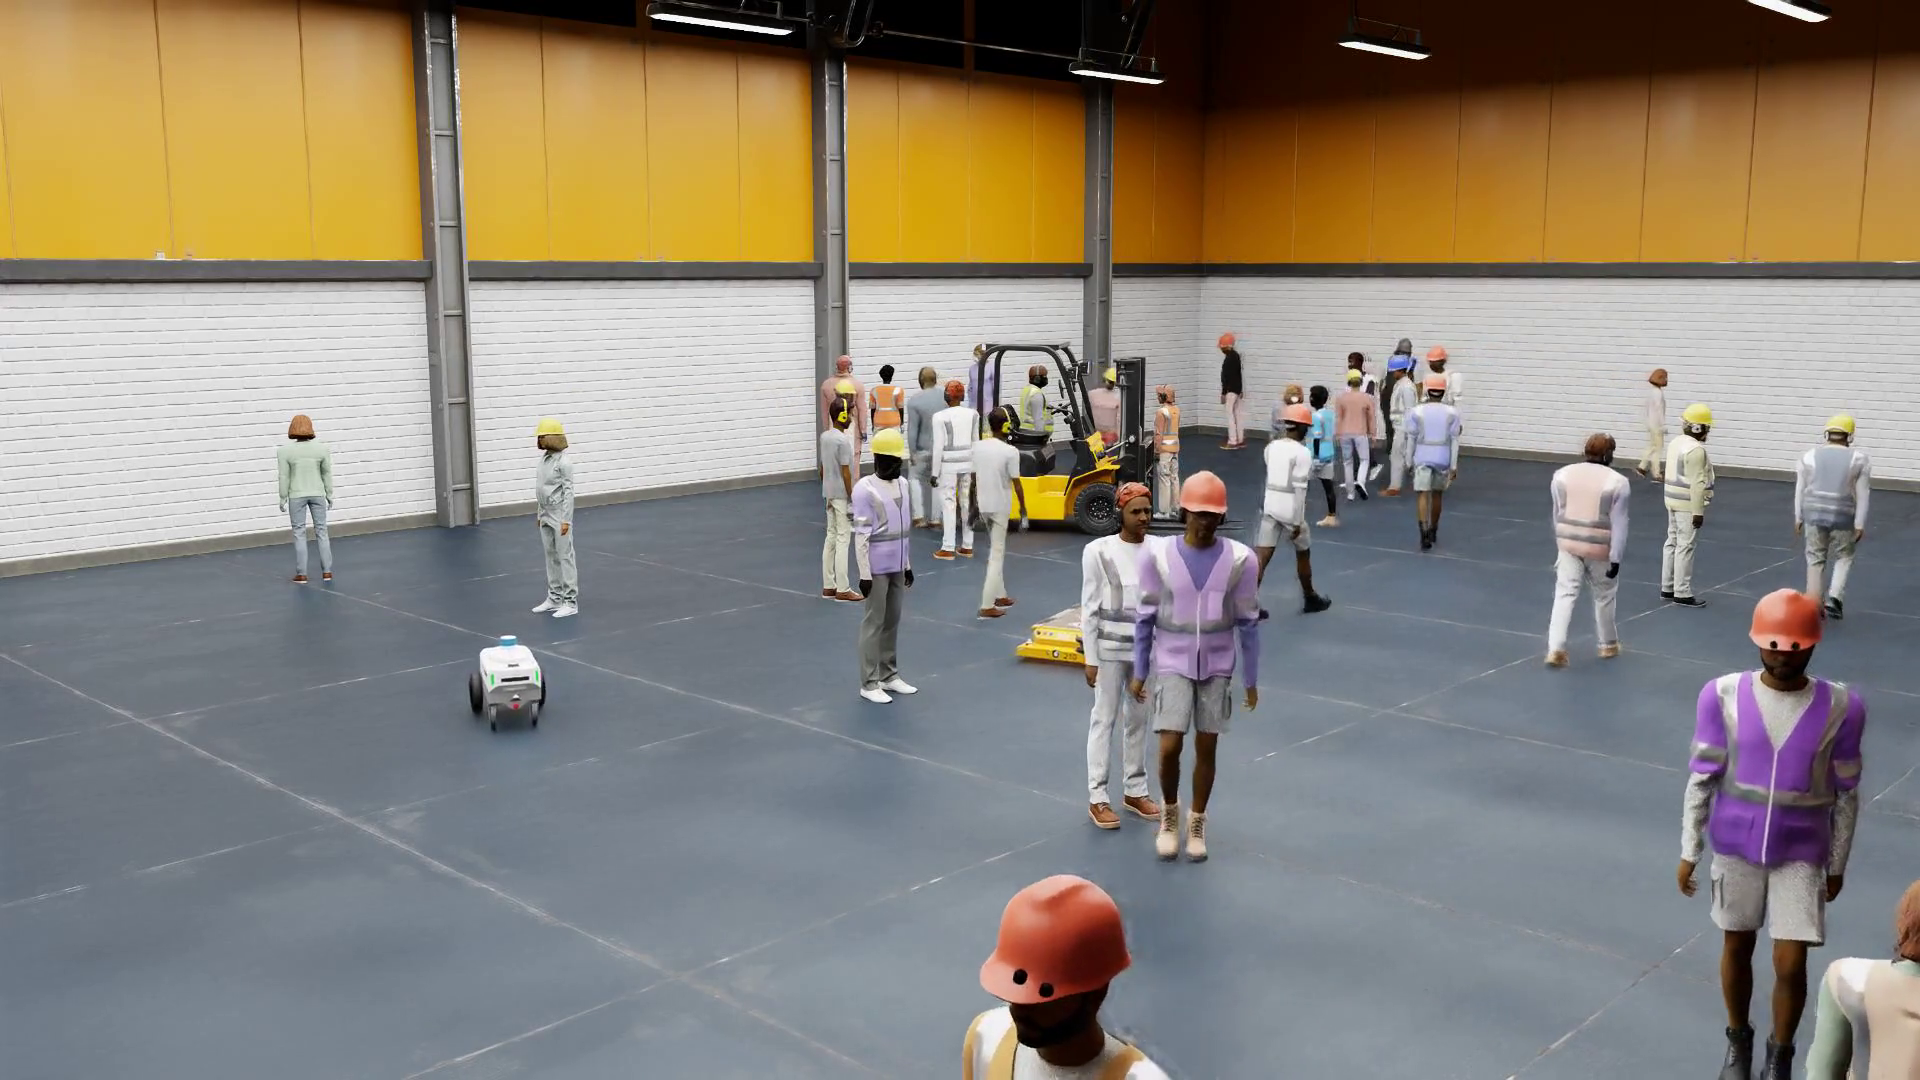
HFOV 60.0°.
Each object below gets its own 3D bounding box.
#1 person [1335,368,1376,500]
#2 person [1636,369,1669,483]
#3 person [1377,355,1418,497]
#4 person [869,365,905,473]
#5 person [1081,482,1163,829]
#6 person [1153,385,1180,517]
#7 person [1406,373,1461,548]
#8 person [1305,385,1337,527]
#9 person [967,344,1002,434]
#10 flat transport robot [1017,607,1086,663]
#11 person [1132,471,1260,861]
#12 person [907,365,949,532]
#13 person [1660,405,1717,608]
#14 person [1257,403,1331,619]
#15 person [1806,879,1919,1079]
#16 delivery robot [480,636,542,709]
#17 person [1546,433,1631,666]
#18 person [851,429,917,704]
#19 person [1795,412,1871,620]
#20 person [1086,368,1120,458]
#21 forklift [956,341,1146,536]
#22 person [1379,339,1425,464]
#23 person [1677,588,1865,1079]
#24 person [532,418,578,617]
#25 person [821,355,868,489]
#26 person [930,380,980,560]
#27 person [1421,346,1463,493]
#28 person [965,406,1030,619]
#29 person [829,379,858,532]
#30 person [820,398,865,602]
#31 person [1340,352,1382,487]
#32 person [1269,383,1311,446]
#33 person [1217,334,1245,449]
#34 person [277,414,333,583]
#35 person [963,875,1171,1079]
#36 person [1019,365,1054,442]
[{"bbox_3d":[5.128,-1.354,21.639,0.531,1.742,0.617,3,10,18],"label":"person"},{"bbox_3d":[9.925,-1.620,23.622,0.392,1.629,0.522,2,10,13],"label":"person"},{"bbox_3d":[5.949,-1.494,22.011,0.710,1.905,0.657,1,9,7],"label":"person"},{"bbox_3d":[-1.028,-1.626,23.478,0.530,1.689,0.321,3,10,18],"label":"person"},{"bbox_3d":[0.919,0.622,9.096,0.572,1.883,0.354,-5,11,-28],"label":"person"},{"bbox_3d":[2.514,-1.071,20.244,0.312,1.632,0.518,6,11,33],"label":"person"},{"bbox_3d":[5.164,-0.870,18.175,0.550,1.913,0.866,2,10,13],"label":"person"},{"bbox_3d":[4.132,-0.989,19.614,0.772,1.666,0.544,7,12,38],"label":"person"},{"bbox_3d":[0.354,-1.937,24.624,0.371,1.935,0.629,-9,13,-44],"label":"person"},{"bbox_3d":[1.050,0.729,13.365,0.652,0.197,1.431,5,10,26],"label":"flat transport robot"},{"bbox_3d":[1.207,0.655,8.448,0.632,2.025,0.496,0,9,2],"label":"person"},{"bbox_3d":[-0.374,-1.059,19.264,0.645,1.920,0.524,-5,10,-27],"label":"person"},{"bbox_3d":[6.568,-0.309,14.994,0.404,1.818,0.600,0,9,2],"label":"person"},{"bbox_3d":[2.836,-0.245,14.450,0.985,1.882,0.548,-7,12,-37],"label":"person"},{"bbox_3d":[2.400,1.575,4.111,0.552,1.596,0.828,9,13,44],"label":"person"},{"bbox_3d":[-3.038,0.890,11.222,0.477,0.478,0.707,-4,10,-21],"label":"delivery robot"},{"bbox_3d":[4.823,0.070,12.770,0.623,1.799,0.945,8,12,40],"label":"person"},{"bbox_3d":[-0.514,0.174,11.709,0.374,1.924,0.594,6,11,31],"label":"person"},{"bbox_3d":[7.471,-0.189,14.276,0.586,1.809,0.425,7,11,36],"label":"person"},{"bbox_3d":[1.942,-1.432,22.138,0.553,1.719,0.617,1,9,8],"label":"person"},{"bbox_3d":[0.977,-1.223,19.452,2.313,2.155,1.214,2,9,11],"label":"forklift"},{"bbox_3d":[6.896,-2.212,25.986,0.691,2.000,1.092,3,10,16],"label":"person"},{"bbox_3d":[2.885,1.116,5.966,0.561,1.912,0.614,5,11,29],"label":"person"},{"bbox_3d":[-3.558,-0.200,14.562,0.485,1.744,0.294,9,13,44],"label":"person"},{"bbox_3d":[-1.488,-1.460,21.773,0.645,1.913,0.409,4,10,22],"label":"person"},{"bbox_3d":[-0.055,-0.730,17.387,0.577,1.883,0.353,-7,11,-35],"label":"person"},{"bbox_3d":[6.489,-1.615,22.454,0.601,2.002,0.644,-5,11,-29],"label":"person"},{"bbox_3d":[0.379,-0.249,14.551,0.554,1.842,0.742,8,12,40],"label":"person"},{"bbox_3d":[-1.332,-0.973,19.237,0.331,1.765,0.533,-4,10,-25],"label":"person"},{"bbox_3d":[-1.095,-0.370,15.235,0.329,1.865,0.516,-6,11,-32],"label":"person"},{"bbox_3d":[5.629,-1.687,23.234,0.658,1.894,0.637,-4,10,-22],"label":"person"},{"bbox_3d":[4.135,-1.173,20.897,0.521,1.615,0.509,1,9,6],"label":"person"},{"bbox_3d":[4.604,-2.509,28.121,0.430,1.951,0.792,5,10,26],"label":"person"},{"bbox_3d":[-6.337,-0.400,16.119,0.507,1.631,0.266,-6,11,-34],"label":"person"},{"bbox_3d":[0.245,1.550,3.325,0.817,1.918,0.556,-8,12,-40],"label":"person"},{"bbox_3d":[0.952,-1.259,20.756,0.430,1.844,0.624,-2,9,-10],"label":"person"}]
